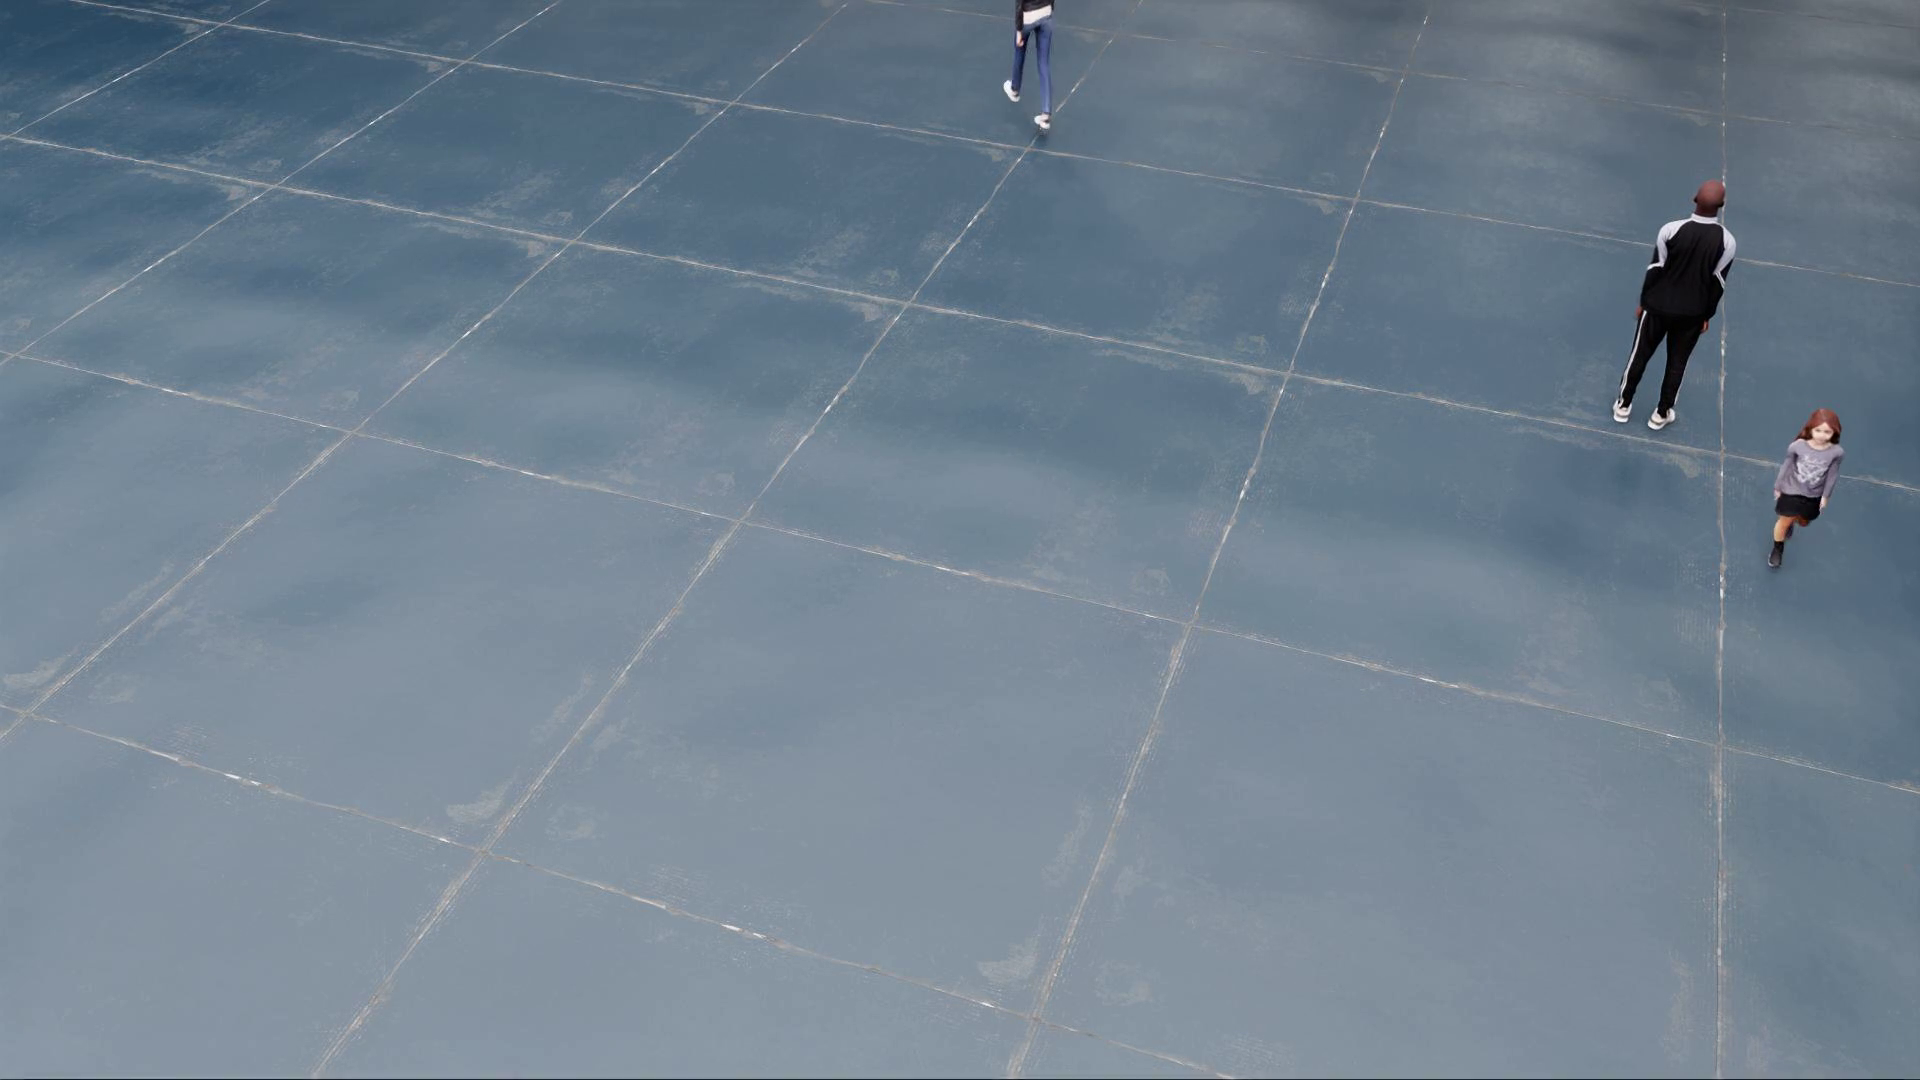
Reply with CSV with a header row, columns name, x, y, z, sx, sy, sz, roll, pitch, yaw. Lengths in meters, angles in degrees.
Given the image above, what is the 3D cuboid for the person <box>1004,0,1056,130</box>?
name,x,y,z,sx,sy,sz,roll,pitch,yaw
person,0.715,-4.601,15.138,1.128,1.728,1.263,-13,40,-16

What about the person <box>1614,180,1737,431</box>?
name,x,y,z,sx,sy,sz,roll,pitch,yaw
person,4.816,-1.575,11.191,0.657,1.825,0.546,16,41,19

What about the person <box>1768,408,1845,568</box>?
name,x,y,z,sx,sy,sz,roll,pitch,yaw
person,5.185,-0.355,10.224,0.489,1.095,0.640,11,39,13
